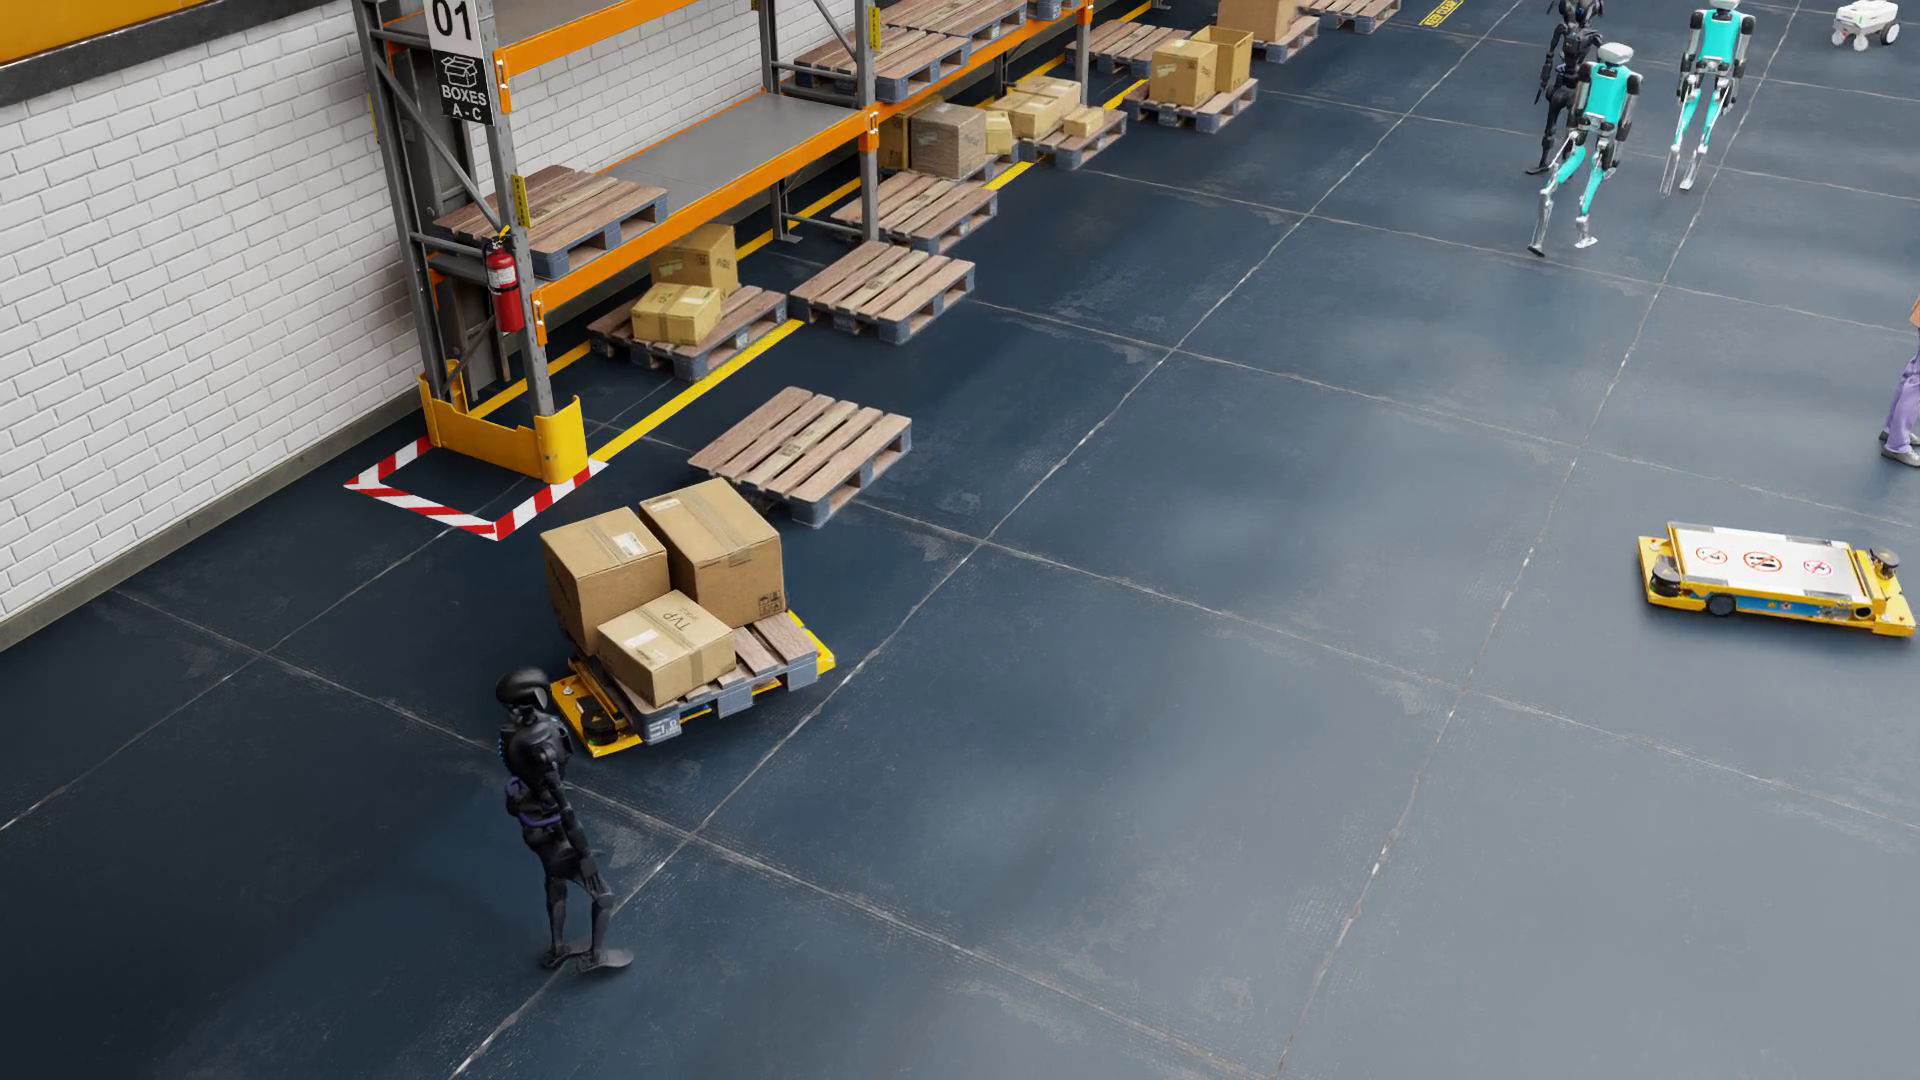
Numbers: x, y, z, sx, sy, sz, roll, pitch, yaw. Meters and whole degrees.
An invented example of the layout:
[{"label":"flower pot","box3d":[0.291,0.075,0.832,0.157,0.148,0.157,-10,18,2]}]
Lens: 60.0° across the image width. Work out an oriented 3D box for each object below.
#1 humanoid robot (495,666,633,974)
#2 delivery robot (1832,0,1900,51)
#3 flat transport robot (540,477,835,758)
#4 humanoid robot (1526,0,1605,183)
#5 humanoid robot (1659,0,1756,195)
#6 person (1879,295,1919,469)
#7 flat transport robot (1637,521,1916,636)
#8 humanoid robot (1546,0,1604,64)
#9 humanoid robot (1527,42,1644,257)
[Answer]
[{"label":"humanoid robot","box3d":[-1.723,1.185,7.076,0.360,1.656,0.600,-19,38,-26]},{"label":"delivery robot","box3d":[10.233,-5.858,18.763,0.779,0.608,0.524,-19,38,-26]},{"label":"flat transport robot","box3d":[-1.465,0.706,9.080,1.431,0.231,0.659,-20,38,-27]},{"label":"humanoid robot","box3d":[5.503,-4.064,15.005,0.315,1.659,0.599,-24,40,-31]},{"label":"humanoid robot","box3d":[6.548,-3.840,14.729,0.552,1.901,0.735,19,38,26]},{"label":"person","box3d":[6.376,-1.379,10.807,0.394,1.843,0.563,16,37,23]},{"label":"flat transport robot","box3d":[4.793,0.224,9.810,1.431,0.231,0.659,7,34,11]},{"label":"humanoid robot","box3d":[6.538,-5.751,17.608,0.613,1.622,0.755,-4,34,-6]},{"label":"humanoid robot","box3d":[5.007,-3.082,13.542,1.051,1.779,0.531,-27,42,-35]}]
